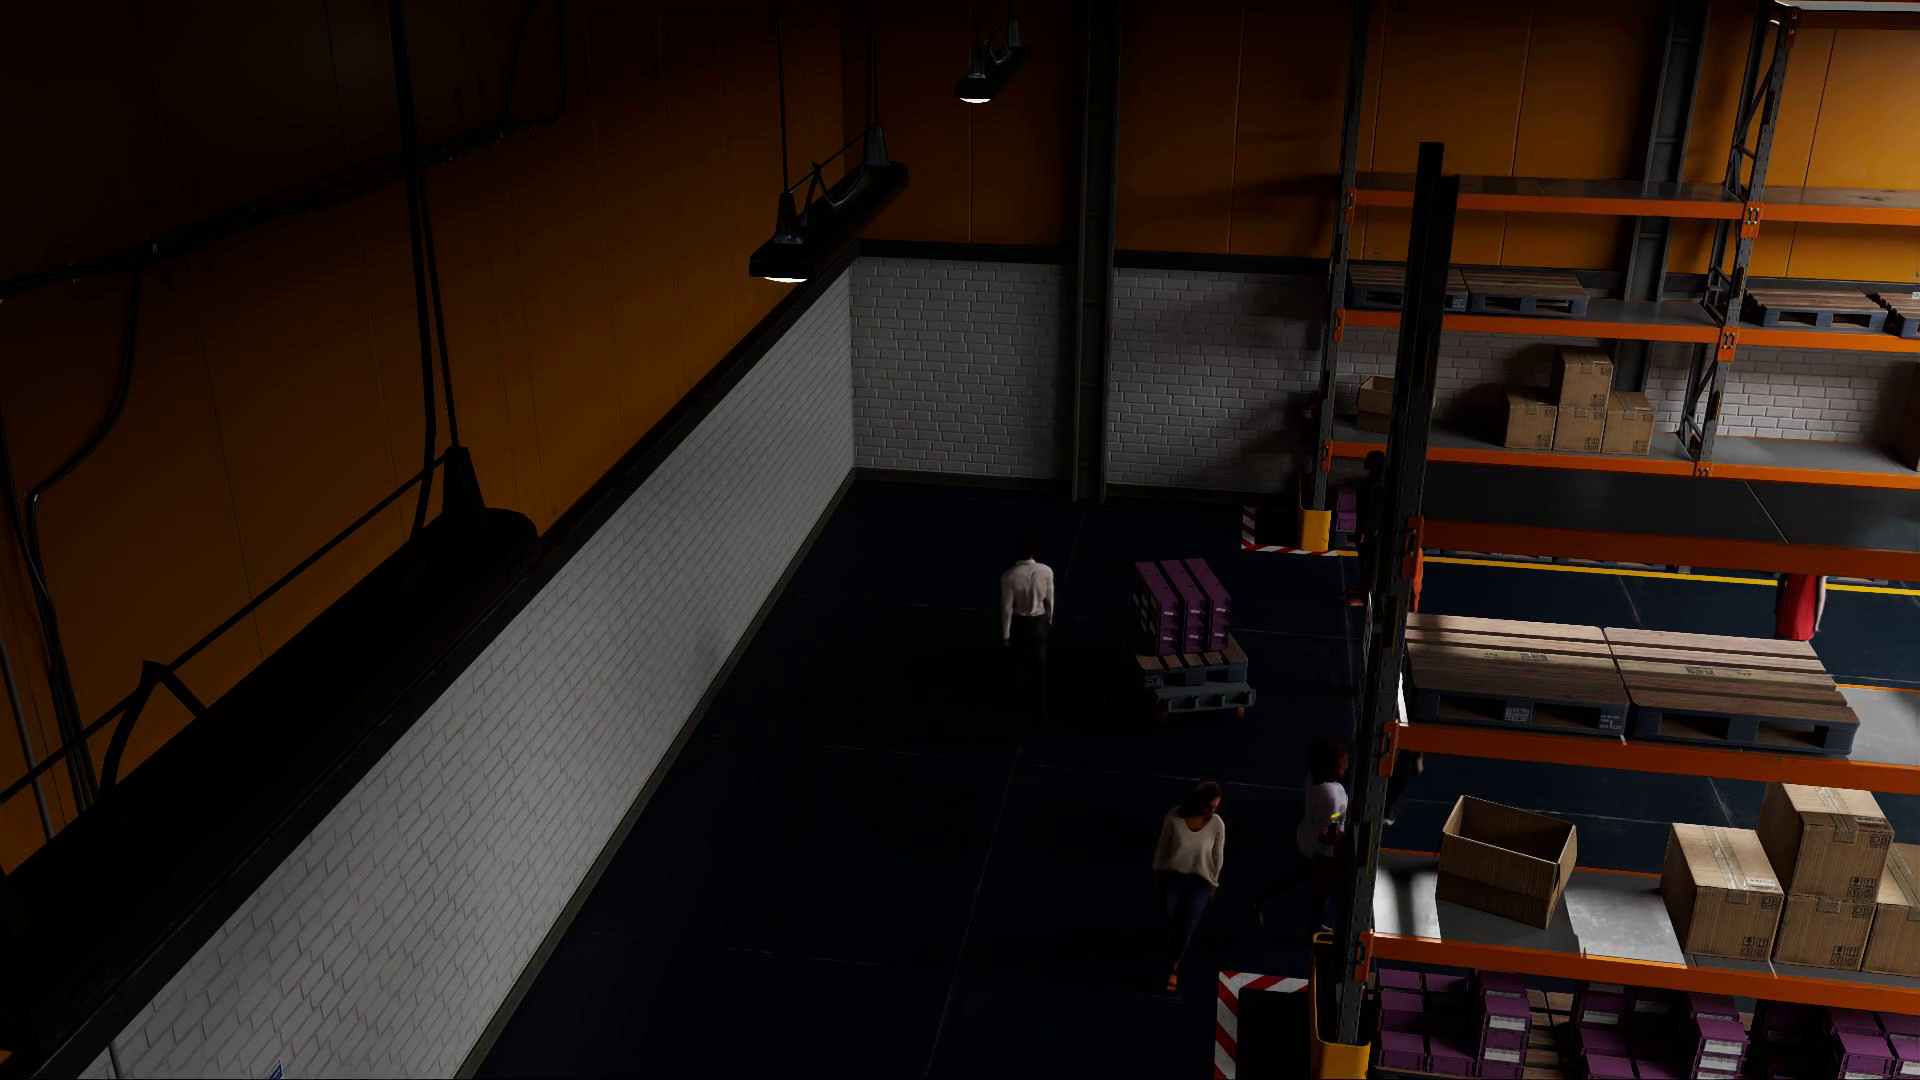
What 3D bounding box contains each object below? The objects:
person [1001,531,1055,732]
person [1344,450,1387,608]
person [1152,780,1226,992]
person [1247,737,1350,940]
[{"bbox_3d":[0.645,0.850,14.971,1.224,1.833,0.977,-3,24,-7],"label":"person"},{"bbox_3d":[4.242,-0.136,17.368,0.540,1.720,0.632,7,24,15],"label":"person"},{"bbox_3d":[1.617,2.361,11.749,0.842,1.646,0.766,9,25,20],"label":"person"},{"bbox_3d":[2.510,2.202,12.067,1.042,1.682,0.839,-5,24,-11],"label":"person"}]
